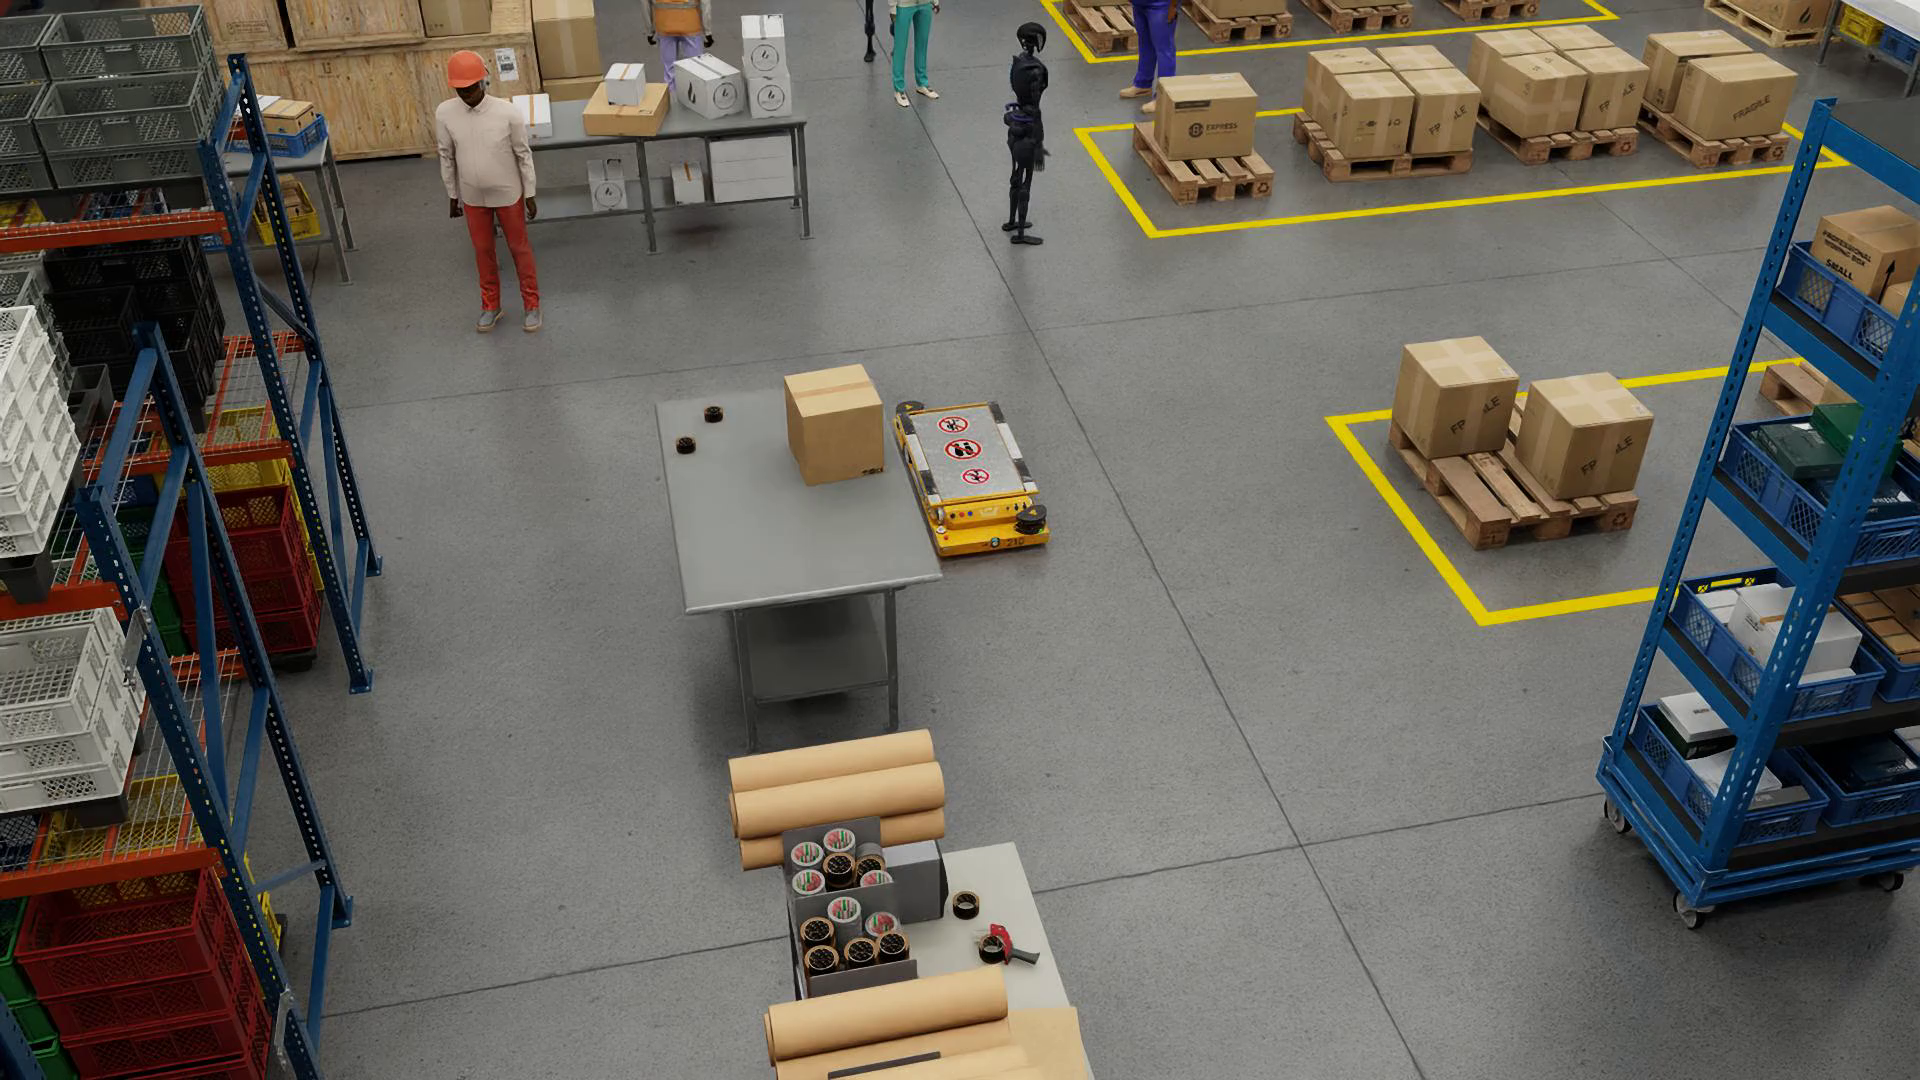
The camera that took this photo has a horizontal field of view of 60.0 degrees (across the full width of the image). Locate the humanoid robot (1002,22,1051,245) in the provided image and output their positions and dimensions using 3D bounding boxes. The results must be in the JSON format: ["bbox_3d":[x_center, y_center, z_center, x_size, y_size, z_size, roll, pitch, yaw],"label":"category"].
[{"bbox_3d":[0.498,-3.062,12.476,0.315,1.657,0.602,-6,37,-8],"label":"humanoid robot"}]

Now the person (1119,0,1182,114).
[{"bbox_3d":[1.672,-4.754,14.460,0.537,2.000,0.688,-15,39,-19],"label":"person"}]

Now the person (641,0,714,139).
[{"bbox_3d":[-2.367,-4.323,13.978,0.587,1.923,0.379,2,37,3],"label":"person"}]

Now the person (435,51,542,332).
[{"bbox_3d":[-3.176,-2.340,11.254,0.624,1.992,0.384,1,37,1],"label":"person"}]

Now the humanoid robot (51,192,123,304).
[{"bbox_3d":[-5.451,-1.632,10.555,0.325,1.657,0.598,7,37,10],"label":"humanoid robot"}]

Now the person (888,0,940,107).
[{"bbox_3d":[-0.406,-4.726,14.650,0.529,1.768,0.310,-23,42,-27],"label":"person"}]

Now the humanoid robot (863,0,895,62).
[{"bbox_3d":[-0.747,-5.265,15.443,0.569,1.651,0.344,0,37,1],"label":"humanoid robot"}]

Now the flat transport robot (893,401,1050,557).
[{"bbox_3d":[0.046,-0.430,10.108,0.652,0.197,1.431,-8,37,-10],"label":"flat transport robot"}]
